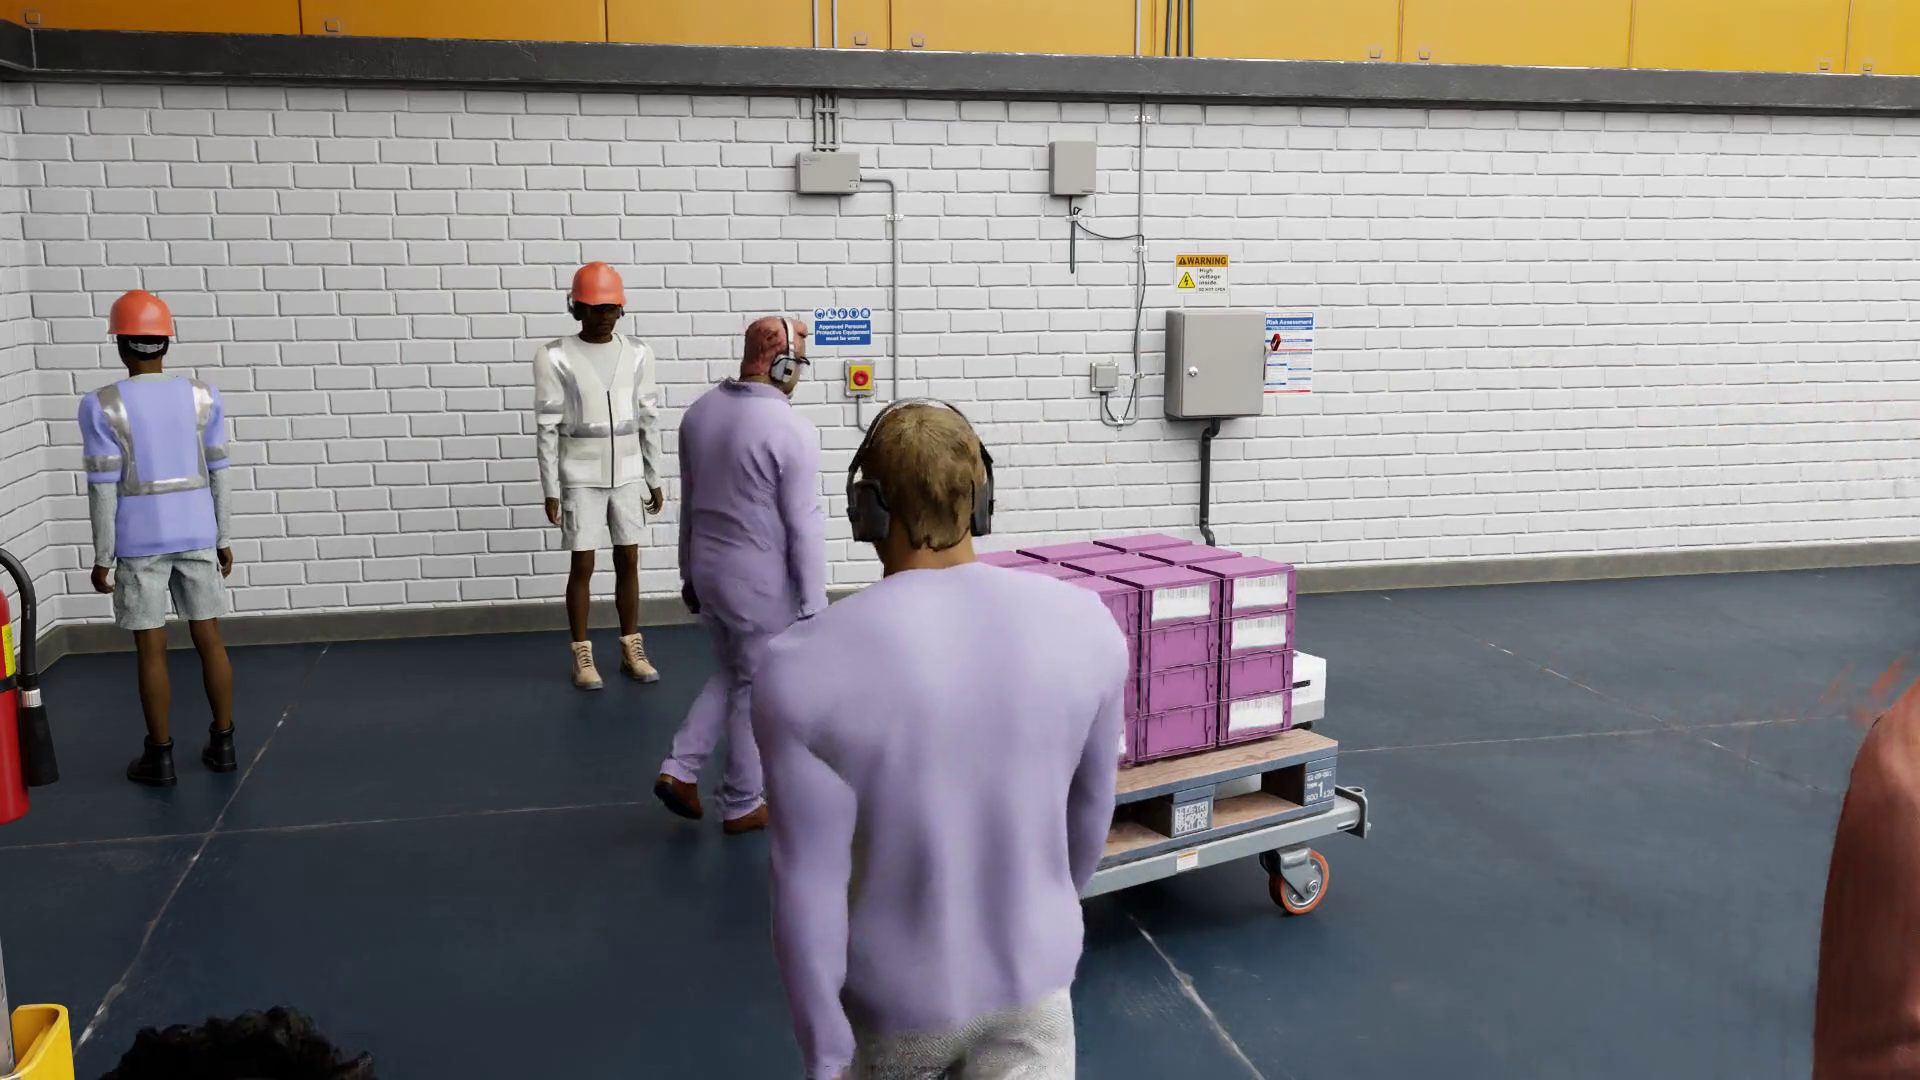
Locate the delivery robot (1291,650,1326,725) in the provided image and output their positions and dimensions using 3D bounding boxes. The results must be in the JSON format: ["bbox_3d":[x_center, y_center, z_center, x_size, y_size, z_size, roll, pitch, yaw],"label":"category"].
[{"bbox_3d":[1.150,0.602,6.753,0.707,0.478,0.477,-7,12,-34],"label":"delivery robot"}]

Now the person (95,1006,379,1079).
[{"bbox_3d":[-0.448,1.090,1.221,0.532,1.665,0.793,-3,11,-17],"label":"person"}]

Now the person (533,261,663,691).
[{"bbox_3d":[-1.696,-0.296,7.908,0.611,2.032,0.411,-7,12,-34],"label":"person"}]

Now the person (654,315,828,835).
[{"bbox_3d":[-0.746,0.154,5.843,0.471,1.882,0.669,-10,14,-43],"label":"person"}]

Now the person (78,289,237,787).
[{"bbox_3d":[-3.135,-0.002,6.525,0.542,1.939,0.362,-10,14,-44],"label":"person"}]

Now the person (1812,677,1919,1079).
[{"bbox_3d":[1.189,0.780,2.130,0.784,1.966,0.639,8,13,39],"label":"person"}]

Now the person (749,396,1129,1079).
[{"bbox_3d":[-0.041,0.703,2.771,0.649,1.875,1.032,-3,11,-17],"label":"person"}]
